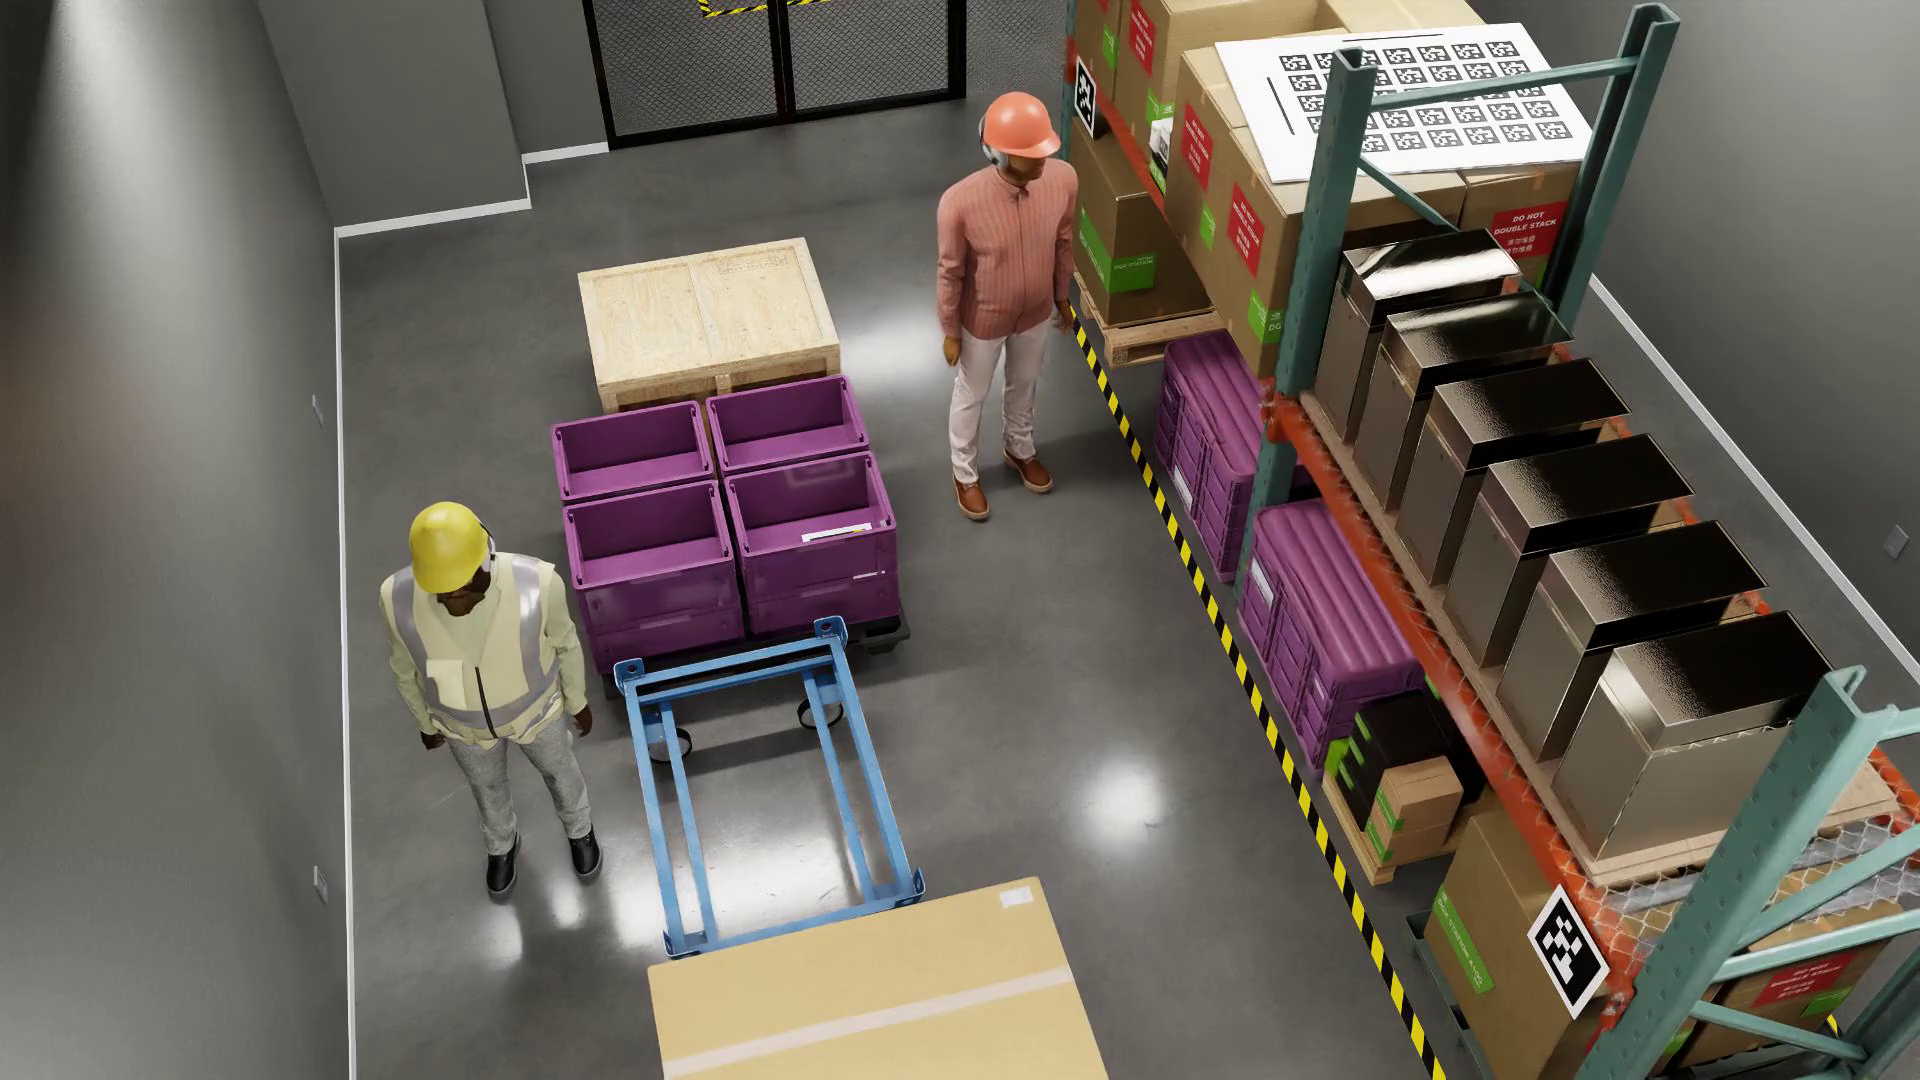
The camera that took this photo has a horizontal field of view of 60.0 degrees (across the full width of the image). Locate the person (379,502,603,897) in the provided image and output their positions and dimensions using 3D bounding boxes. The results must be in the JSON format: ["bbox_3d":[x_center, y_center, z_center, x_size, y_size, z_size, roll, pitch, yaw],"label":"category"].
[{"bbox_3d":[-1.509,0.543,5.457,0.588,1.835,0.403,-8,48,-8],"label":"person"}]

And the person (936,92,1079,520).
[{"bbox_3d":[0.197,-0.923,6.696,0.612,1.996,0.386,-21,51,-18],"label":"person"}]
